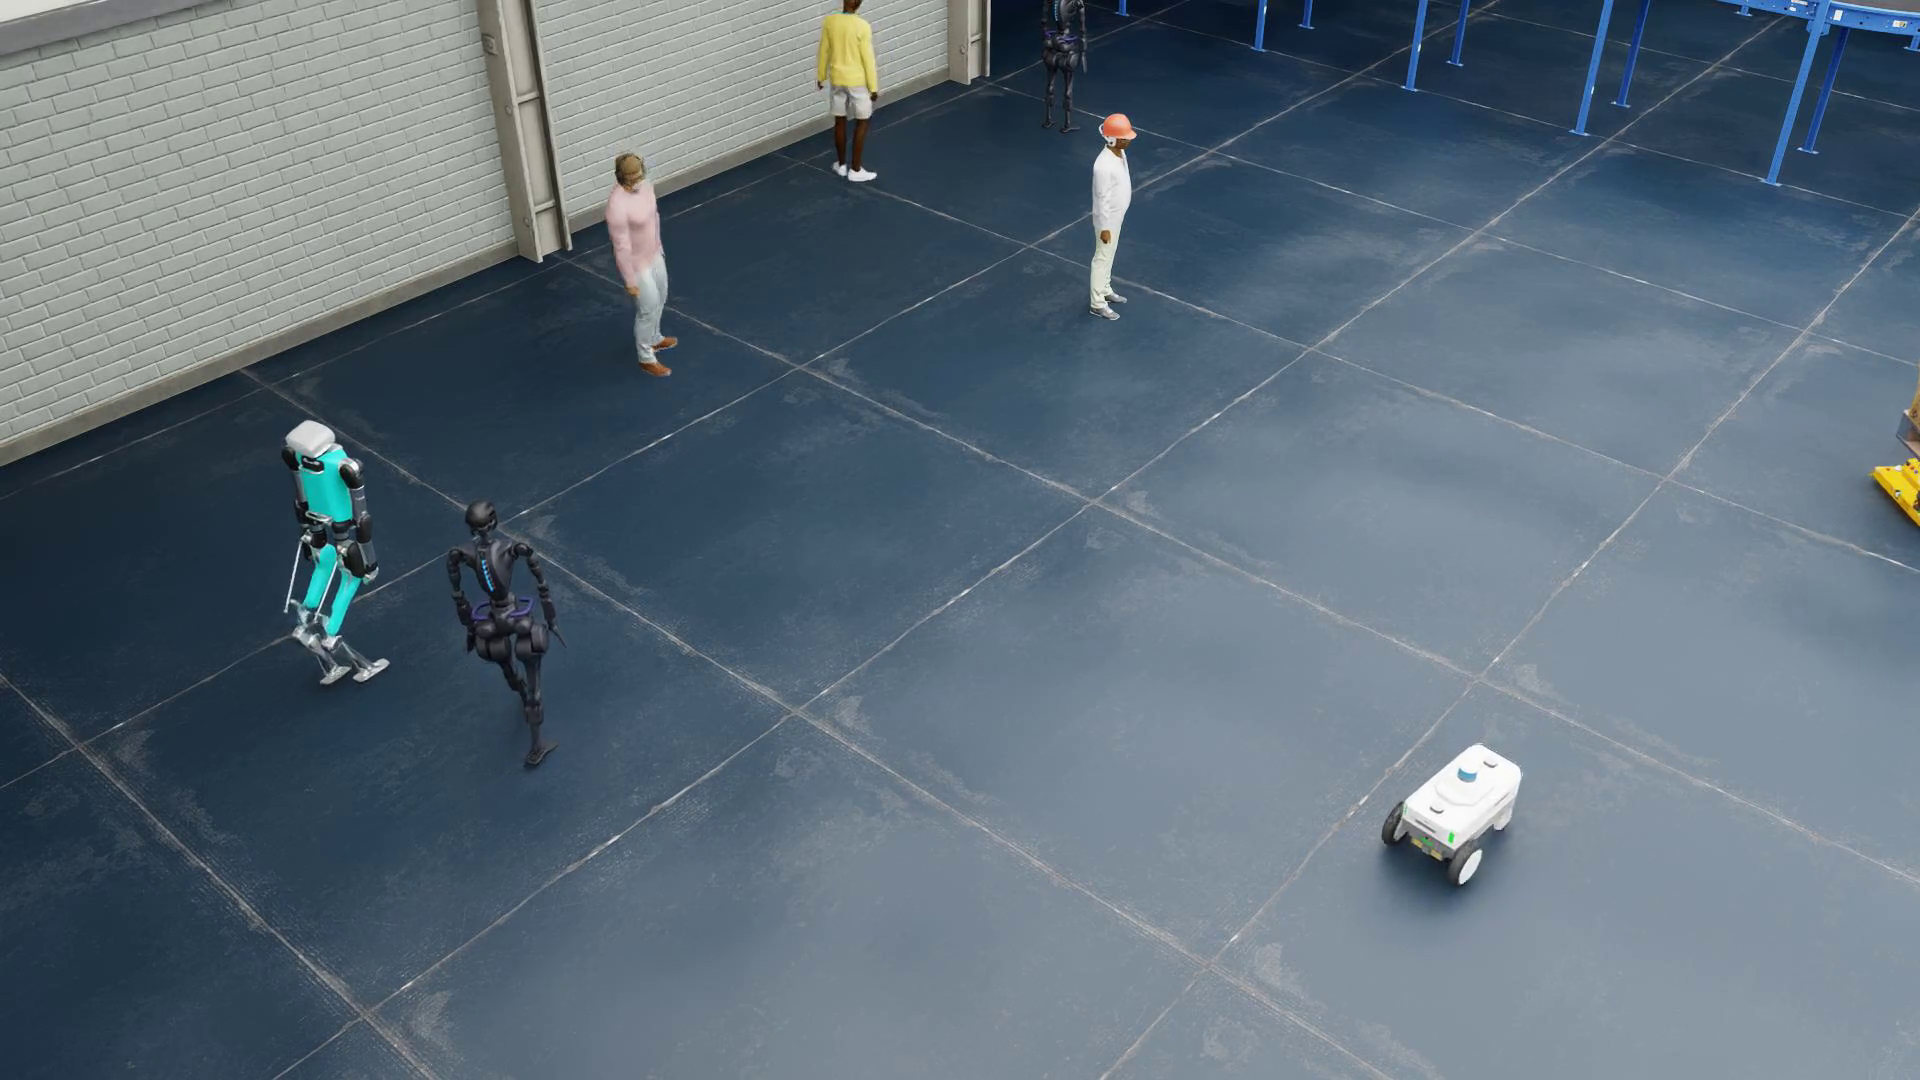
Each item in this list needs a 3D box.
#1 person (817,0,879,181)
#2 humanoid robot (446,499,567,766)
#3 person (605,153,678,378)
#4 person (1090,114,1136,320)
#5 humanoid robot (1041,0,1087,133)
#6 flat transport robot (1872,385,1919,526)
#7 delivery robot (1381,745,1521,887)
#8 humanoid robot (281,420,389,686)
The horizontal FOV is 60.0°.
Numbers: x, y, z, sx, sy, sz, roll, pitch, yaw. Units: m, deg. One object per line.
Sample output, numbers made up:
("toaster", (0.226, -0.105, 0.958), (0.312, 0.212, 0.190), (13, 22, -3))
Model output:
("person", (-1.126, -4.466, 16.275), (0.688, 1.891, 0.400), (17, 39, 22))
("humanoid robot", (-2.566, 0.476, 9.521), (0.597, 1.623, 0.690), (-2, 36, -3))
("person", (-2.491, -2.196, 13.076), (0.353, 1.899, 0.802), (6, 36, 9))
("person", (1.271, -2.722, 13.929), (0.323, 1.751, 0.560), (10, 37, 14))
("humanoid robot", (1.061, -5.111, 17.339), (0.599, 1.656, 0.315), (27, 43, 32))
("flat transport robot", (7.412, -0.374, 11.912), (1.431, 0.231, 0.659), (-2, 36, -3))
("delivery robot", (2.736, 1.451, 9.095), (0.765, 0.585, 0.499), (-29, 44, -34))
("humanoid robot", (-3.789, 0.197, 9.845), (0.538, 1.809, 0.679), (14, 38, 19))
